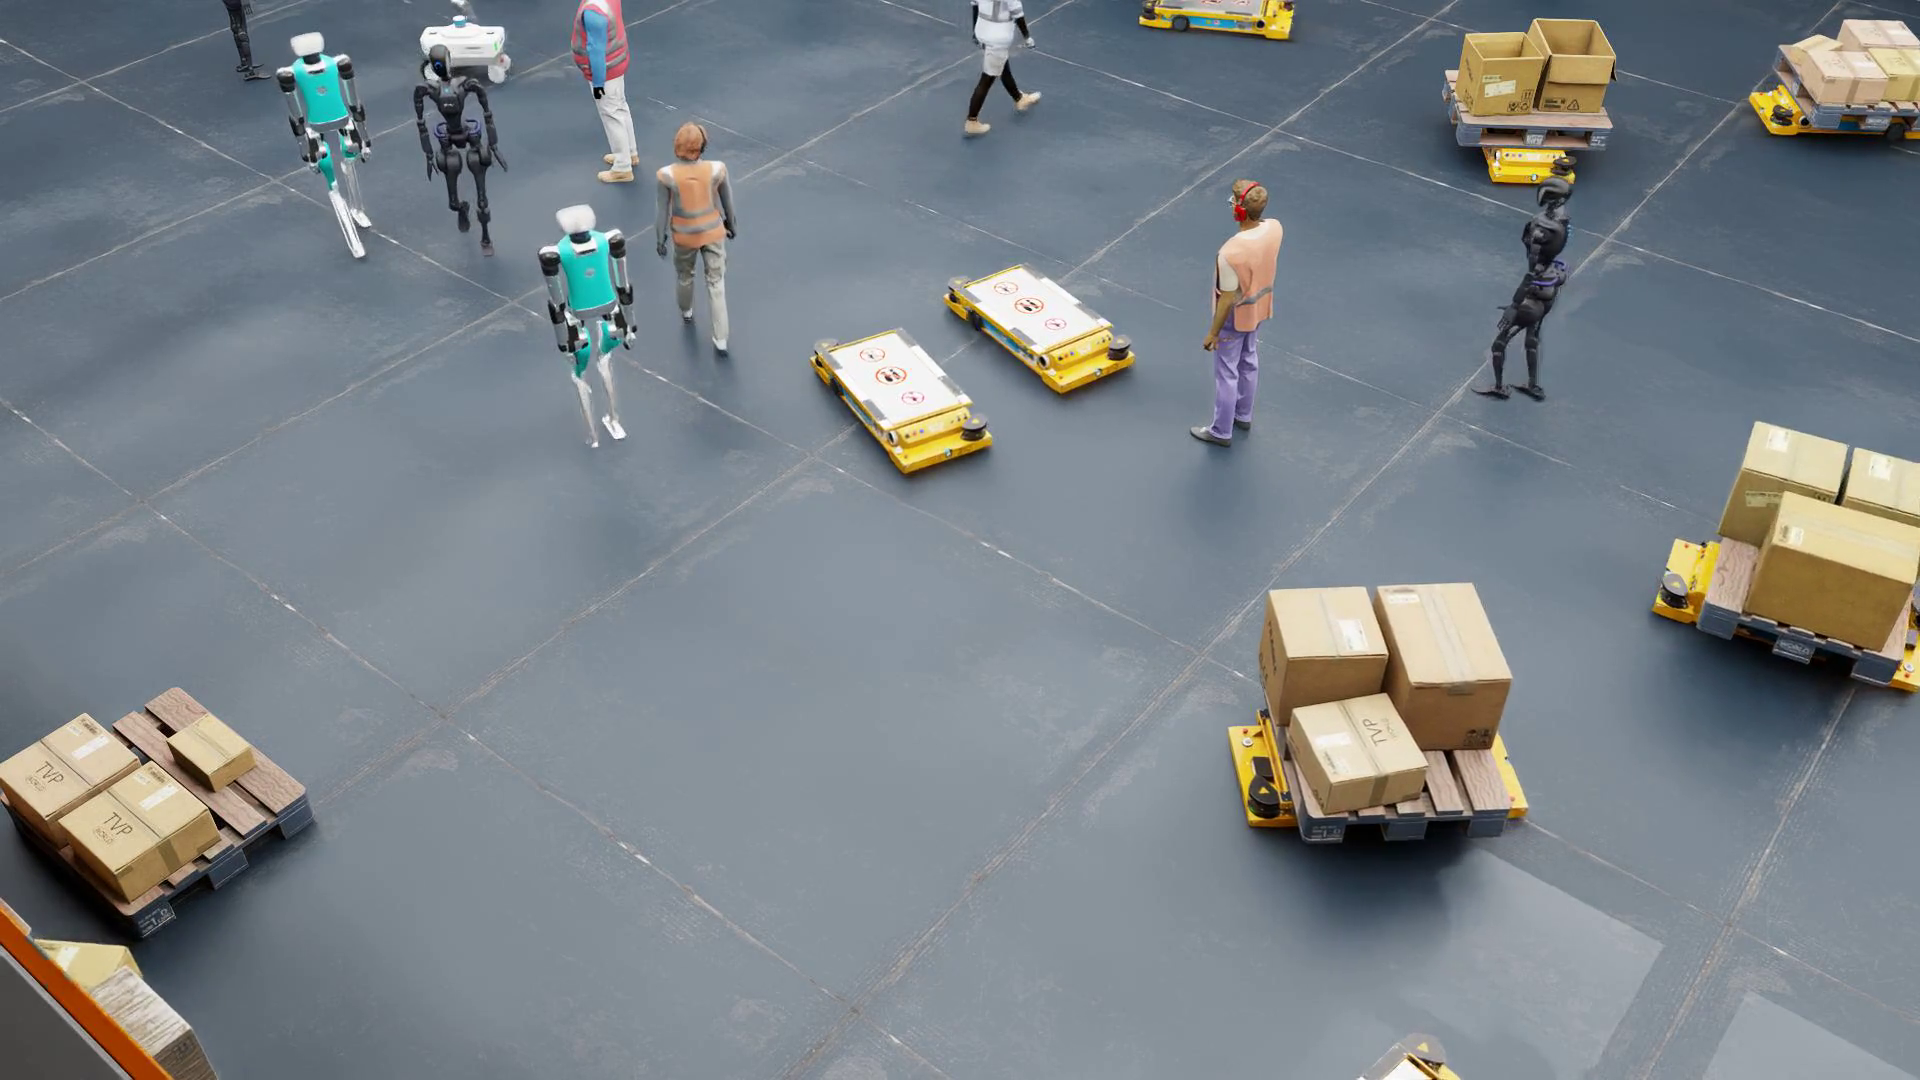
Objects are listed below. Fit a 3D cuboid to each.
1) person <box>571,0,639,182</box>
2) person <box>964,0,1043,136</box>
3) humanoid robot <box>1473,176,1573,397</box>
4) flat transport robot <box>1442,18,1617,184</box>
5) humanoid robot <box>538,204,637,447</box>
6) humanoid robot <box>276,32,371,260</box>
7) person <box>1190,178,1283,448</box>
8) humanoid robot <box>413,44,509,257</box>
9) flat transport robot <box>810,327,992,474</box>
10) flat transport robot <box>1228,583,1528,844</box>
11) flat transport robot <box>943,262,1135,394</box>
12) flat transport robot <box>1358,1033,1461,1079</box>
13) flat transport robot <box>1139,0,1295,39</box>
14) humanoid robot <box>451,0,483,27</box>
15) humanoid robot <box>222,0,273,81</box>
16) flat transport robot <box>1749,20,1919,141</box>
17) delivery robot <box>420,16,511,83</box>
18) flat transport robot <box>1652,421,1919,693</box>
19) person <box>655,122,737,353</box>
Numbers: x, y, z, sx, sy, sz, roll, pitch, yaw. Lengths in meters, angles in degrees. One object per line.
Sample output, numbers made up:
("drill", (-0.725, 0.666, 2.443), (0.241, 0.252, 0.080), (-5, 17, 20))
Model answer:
("person", (-2.861, -3.772, 13.314), (0.431, 1.836, 0.629), (-1, 40, -1))
("person", (0.371, -4.261, 14.022), (0.879, 1.651, 0.535), (-21, 45, -23))
("humanoid robot", (3.768, -1.641, 10.925), (0.502, 1.643, 0.599), (24, 46, 25))
("flat transport robot", (4.757, -3.443, 14.128), (0.659, 0.231, 1.431), (3, 40, 3))
("humanoid robot", (-2.366, -1.378, 10.588), (0.537, 1.826, 0.680), (-18, 44, -20))
("humanoid robot", (-4.757, -3.046, 12.541), (0.540, 1.774, 0.931), (-19, 44, -21))
("person", (1.771, -1.410, 10.520), (0.375, 1.843, 0.571), (30, 49, 31))
("humanoid robot", (-3.724, -2.964, 12.487), (0.601, 1.645, 0.513), (-8, 41, -9))
("flat transport robot", (-0.419, -0.984, 11.236), (0.659, 0.231, 1.431), (-20, 44, -22))
("flat transport robot", (2.170, 1.176, 8.694), (1.431, 0.231, 0.659), (-2, 40, -2))
("flat transport robot", (0.548, -1.553, 11.905), (0.659, 0.231, 1.431), (-24, 46, -26))
("flat transport robot", (1.707, 2.693, 6.911), (1.431, 0.231, 0.659), (-30, 48, -30))
("flat transport robot", (2.496, -5.129, 16.112), (1.431, 0.231, 0.659), (9, 41, 10))
("humanoid robot", (-4.534, -5.373, 15.255), (0.550, 1.766, 0.718), (28, 48, 29))
("humanoid robot", (-6.500, -4.961, 14.816), (0.315, 1.658, 0.599), (-21, 45, -23))
("flat transport robot", (7.710, -3.733, 14.470), (1.431, 0.231, 0.659), (3, 40, 3))
("delivery robot", (-4.514, -4.446, 15.099), (0.805, 0.609, 0.499), (0, 40, 0))
("flat transport robot", (4.821, 0.391, 9.618), (1.431, 0.231, 0.659), (19, 44, 21))
("person", (-1.826, -2.121, 11.543), (0.581, 1.592, 0.783), (-11, 42, -13))
